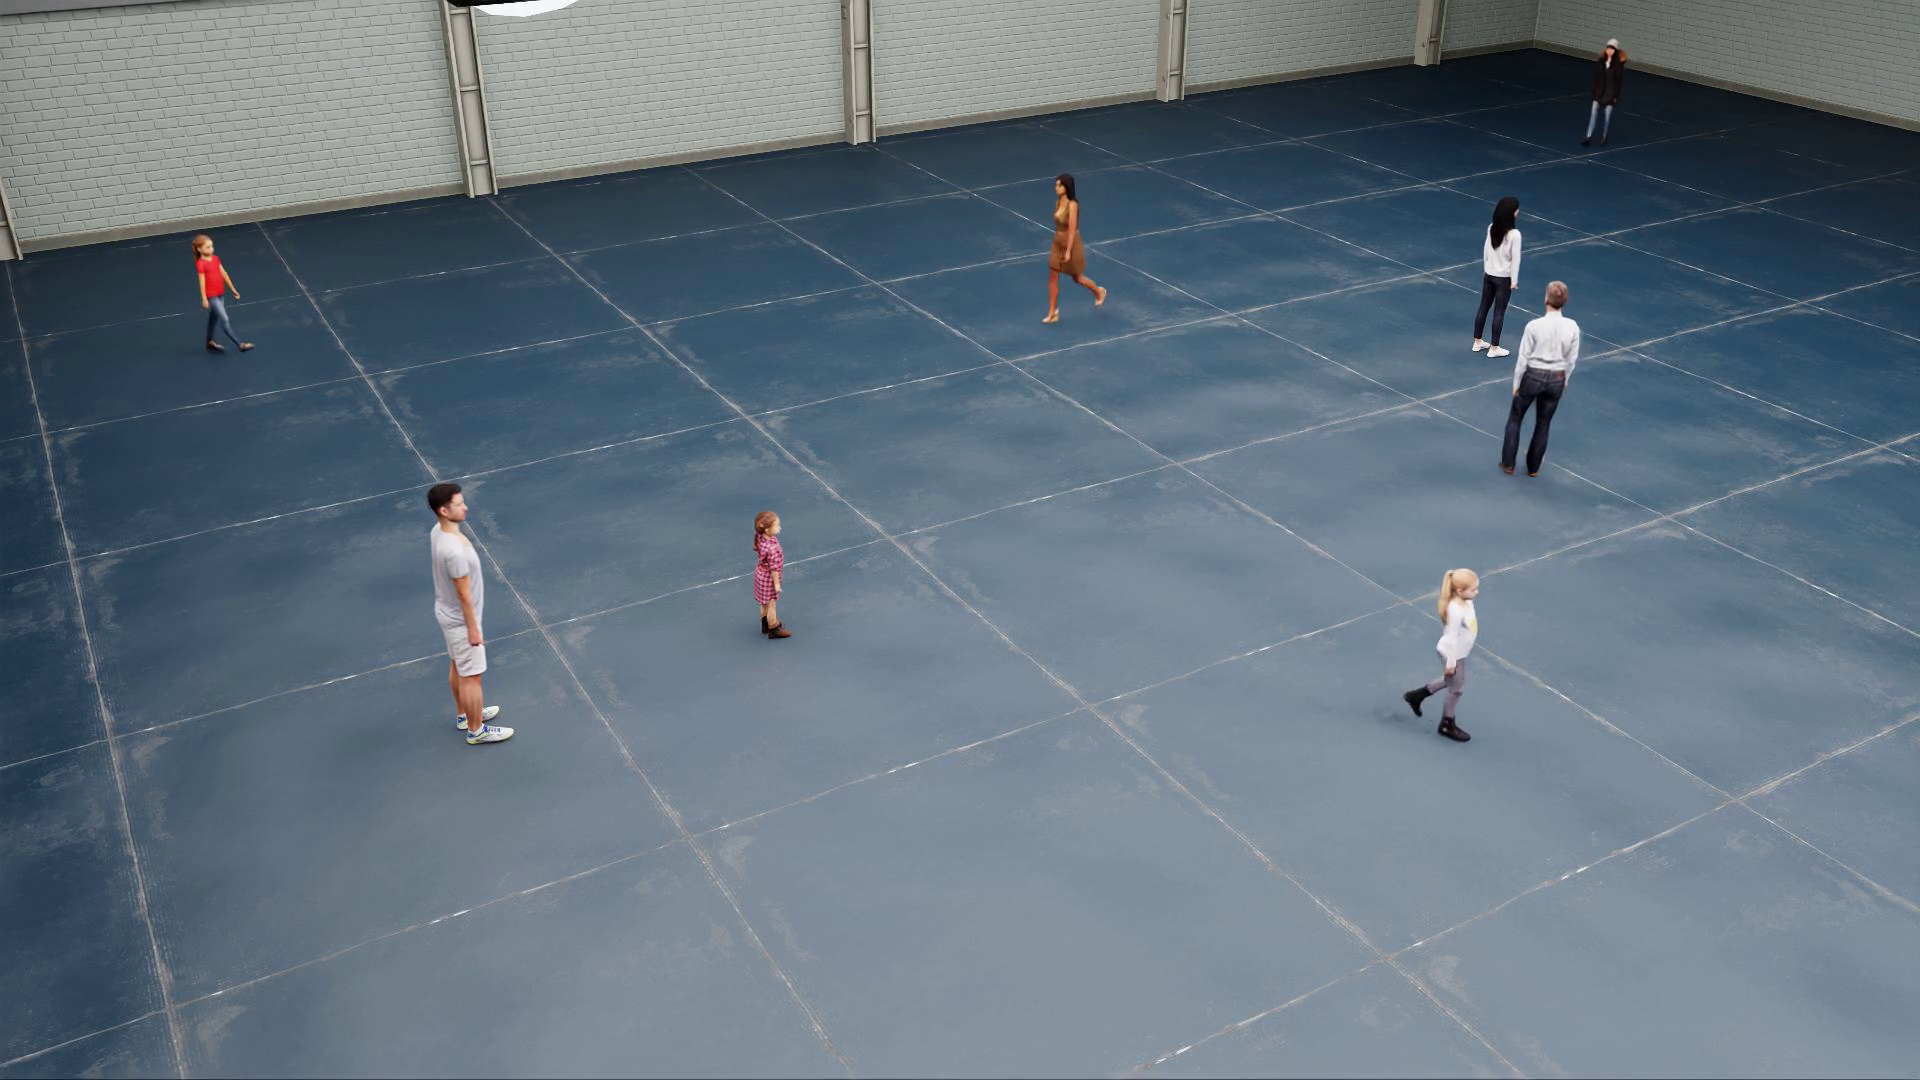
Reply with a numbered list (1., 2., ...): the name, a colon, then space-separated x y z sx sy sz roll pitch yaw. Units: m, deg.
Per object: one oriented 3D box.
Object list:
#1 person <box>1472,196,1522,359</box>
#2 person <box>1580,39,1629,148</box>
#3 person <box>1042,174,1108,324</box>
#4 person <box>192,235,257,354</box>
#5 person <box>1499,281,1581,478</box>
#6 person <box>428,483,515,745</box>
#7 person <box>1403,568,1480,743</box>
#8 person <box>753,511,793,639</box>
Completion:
1. person: 5.665 -2.782 17.505 0.533 1.700 0.606 -14 30 -25
2. person: 9.928 -6.835 25.483 0.852 1.602 1.073 20 33 33
3. person: 1.262 -3.202 18.368 1.032 1.657 0.580 -16 31 -28
4. person: -7.937 -2.589 17.588 0.914 1.280 0.817 5 28 9
5. person: 5.157 -1.389 14.675 0.777 1.815 0.855 4 27 7
6. person: -3.308 0.483 11.001 0.560 1.850 0.670 -14 30 -25
7. person: 3.247 0.740 11.137 0.771 1.268 0.743 11 29 21
8. person: -1.422 0.252 12.355 0.441 1.021 0.425 -14 30 -25
